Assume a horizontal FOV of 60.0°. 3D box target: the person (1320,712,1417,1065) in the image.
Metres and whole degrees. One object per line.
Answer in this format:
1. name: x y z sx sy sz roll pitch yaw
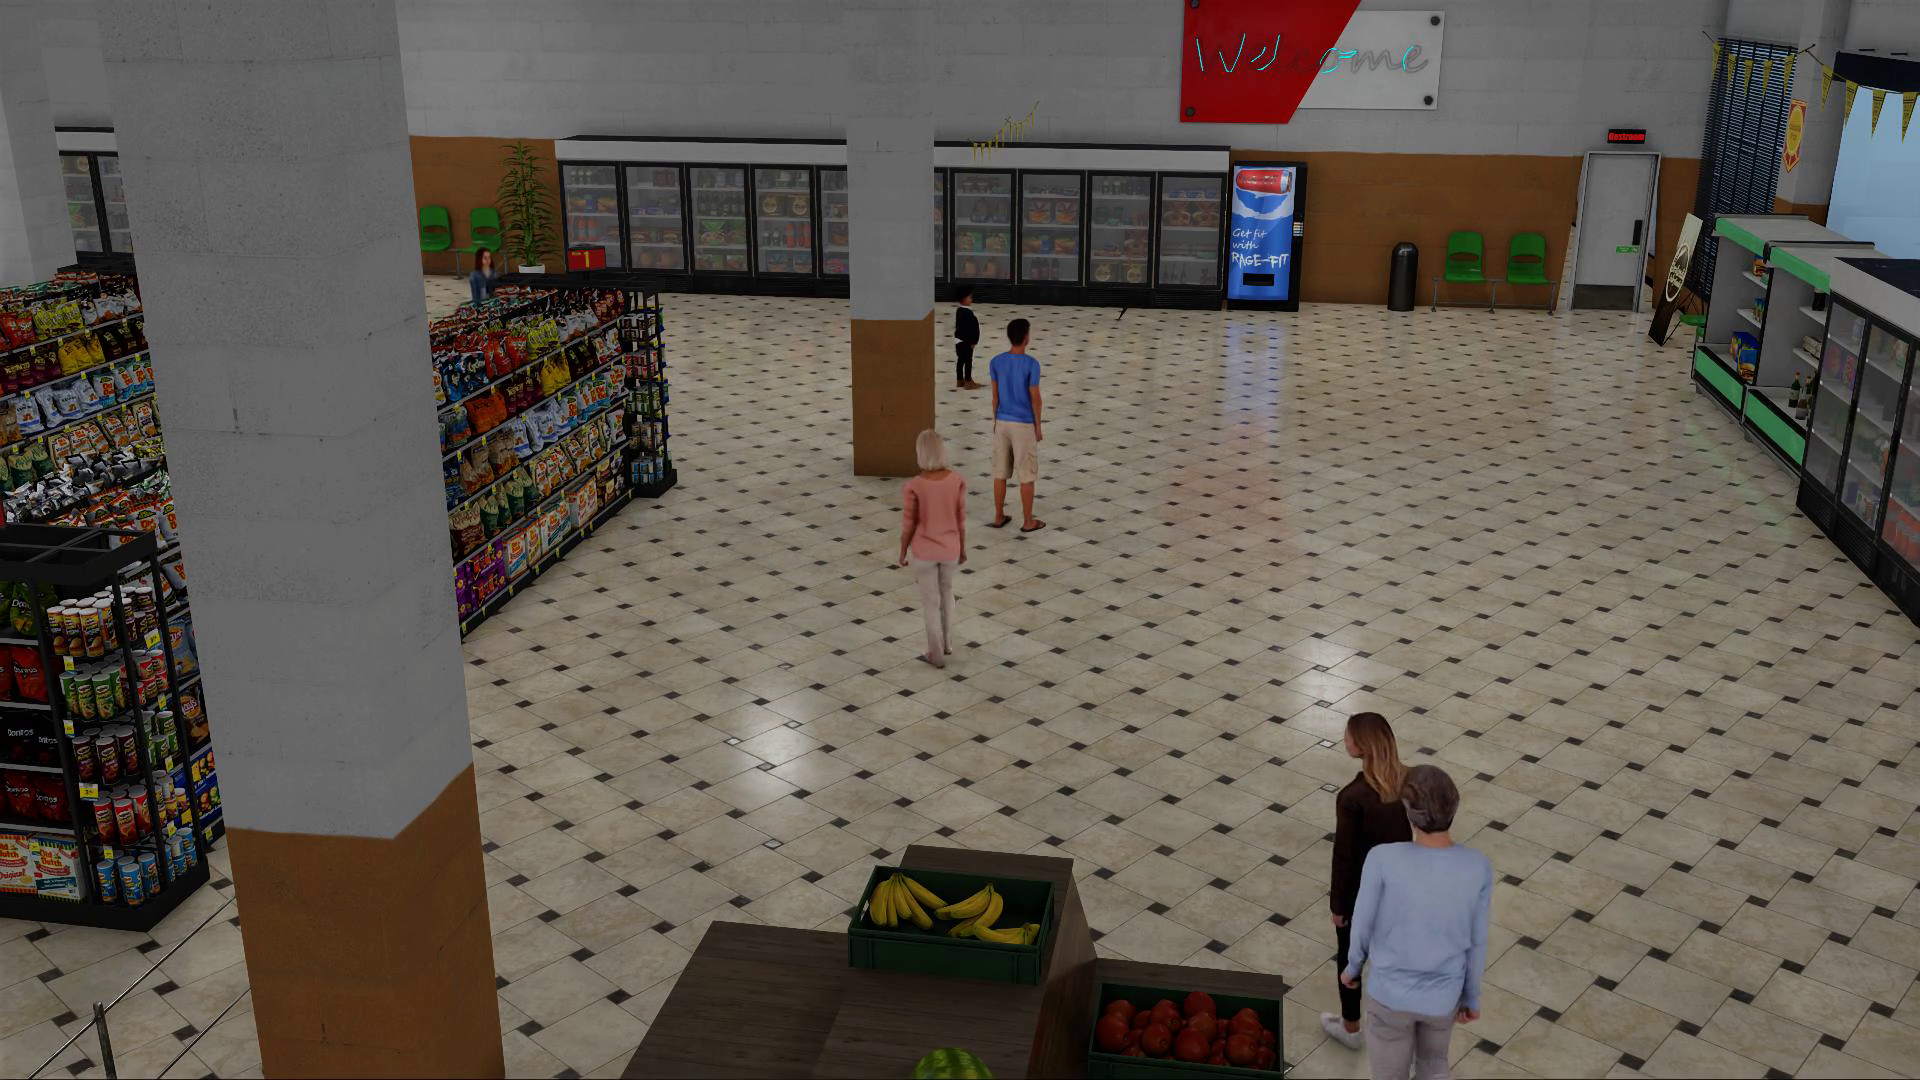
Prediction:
1. person: 1.842 1.561 7.228 0.917 1.685 1.011 -9 21 -25

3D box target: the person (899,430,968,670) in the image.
1. person: -0.143 0.091 11.540 0.720 1.716 0.749 -7 20 -20

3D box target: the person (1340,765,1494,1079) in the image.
1. person: 1.735 1.780 6.284 0.694 1.873 0.688 1 19 2

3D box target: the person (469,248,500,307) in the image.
1. person: -5.988 -2.942 20.938 0.851 1.459 0.904 -13 23 -34

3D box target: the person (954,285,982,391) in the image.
1. person: 0.061 -2.408 19.722 0.639 1.223 0.576 -12 22 -31

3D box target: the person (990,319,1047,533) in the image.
1. person: 0.487 -1.009 14.573 0.715 1.863 0.668 10 21 27
